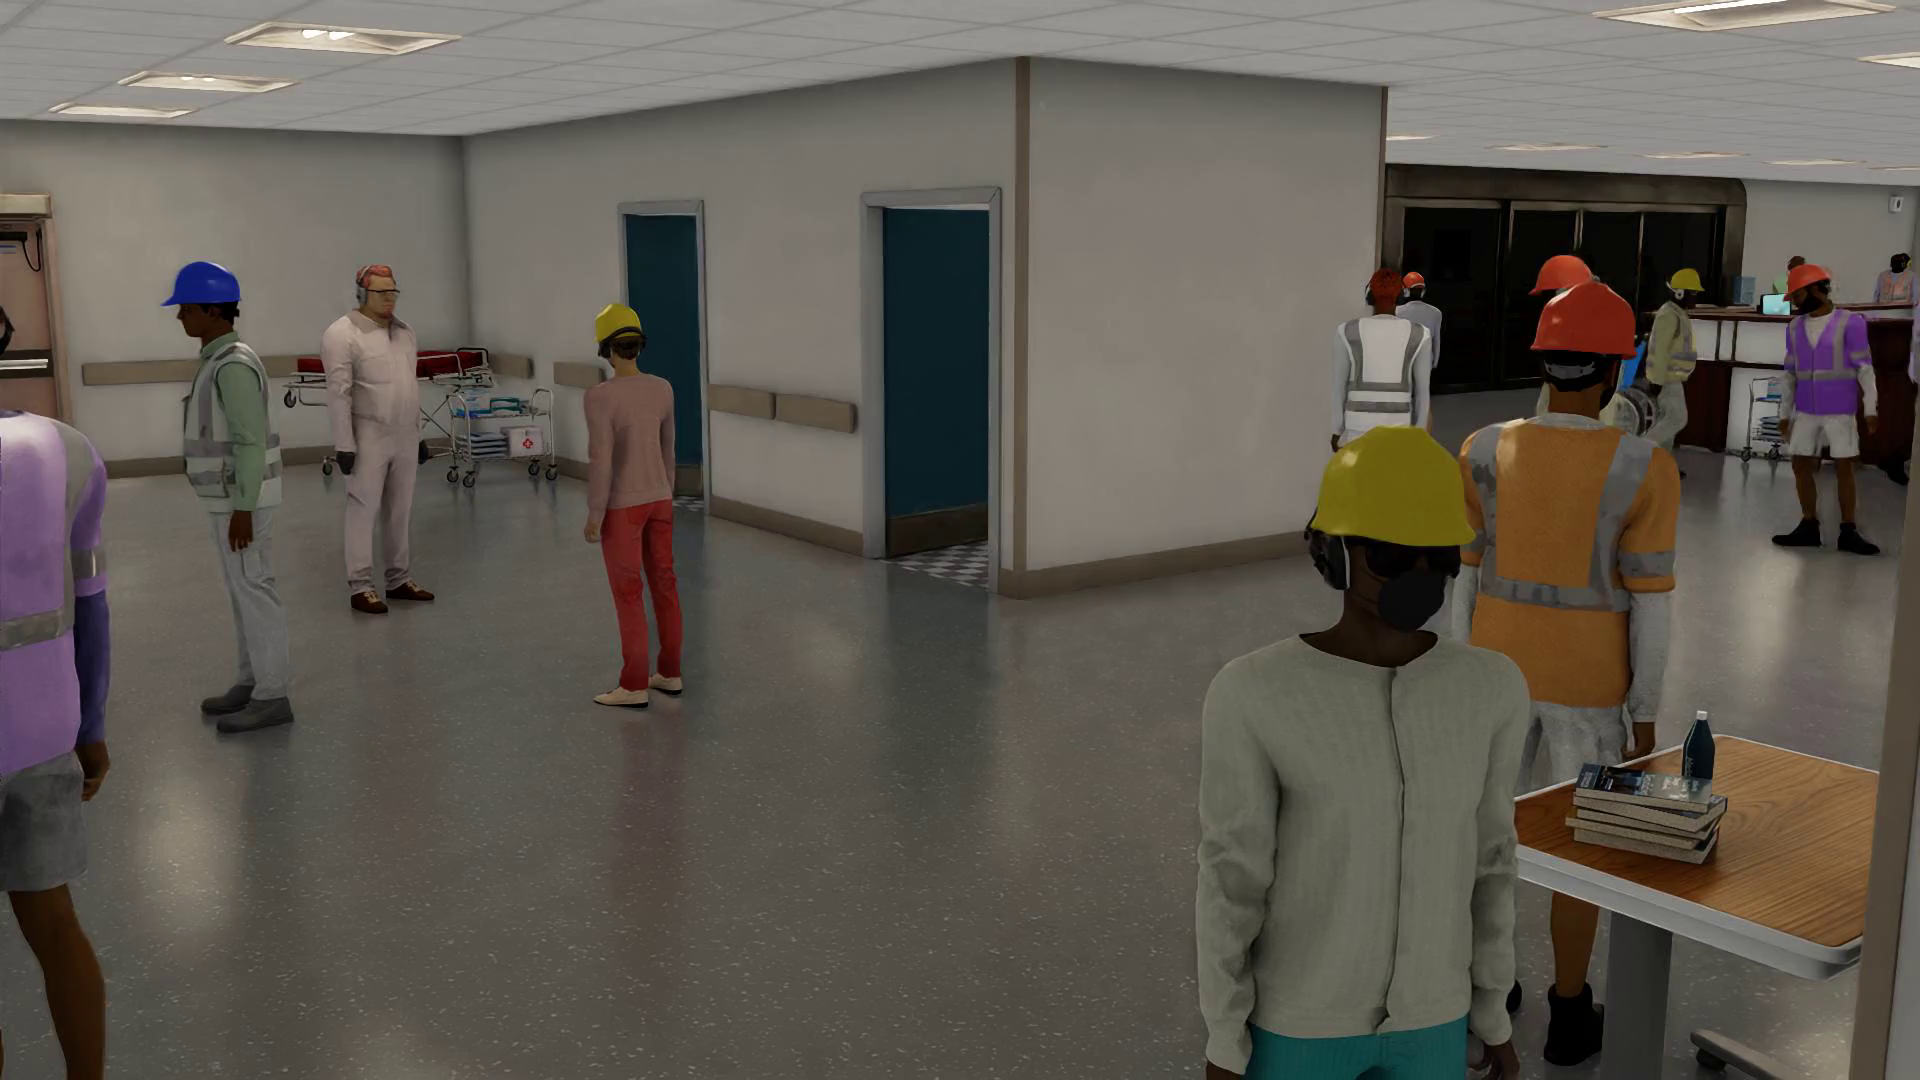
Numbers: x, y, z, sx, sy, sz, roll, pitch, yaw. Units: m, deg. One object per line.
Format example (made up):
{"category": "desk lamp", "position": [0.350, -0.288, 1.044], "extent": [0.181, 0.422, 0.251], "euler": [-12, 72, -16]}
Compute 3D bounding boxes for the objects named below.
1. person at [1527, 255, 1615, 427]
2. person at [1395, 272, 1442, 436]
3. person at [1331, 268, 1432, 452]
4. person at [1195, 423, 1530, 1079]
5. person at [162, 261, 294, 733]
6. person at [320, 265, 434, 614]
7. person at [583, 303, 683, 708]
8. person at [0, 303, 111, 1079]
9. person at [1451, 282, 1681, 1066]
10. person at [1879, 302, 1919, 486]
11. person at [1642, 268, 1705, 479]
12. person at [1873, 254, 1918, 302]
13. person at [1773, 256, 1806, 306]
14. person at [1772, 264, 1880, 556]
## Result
{"category": "person", "position": [2.919, -0.412, 8.216], "extent": [0.766, 1.956, 0.608], "euler": [3, 11, 17]}
{"category": "person", "position": [4.313, -1.682, 15.914], "extent": [0.572, 1.746, 0.347], "euler": [-3, 11, -17]}
{"category": "person", "position": [2.501, -0.673, 9.928], "extent": [0.568, 1.878, 0.351], "euler": [2, 10, 9]}
{"category": "person", "position": [0.598, 0.708, 2.484], "extent": [0.523, 1.771, 0.304], "euler": [-3, 10, -14]}
{"category": "person", "position": [-3.036, -0.177, 6.932], "extent": [0.406, 1.947, 0.607], "euler": [-6, 12, -30]}
{"category": "person", "position": [-3.191, -0.562, 9.216], "extent": [0.402, 1.904, 0.652], "euler": [5, 11, 25]}
{"category": "person", "position": [-1.450, -0.148, 7.288], "extent": [0.329, 1.765, 0.527], "euler": [6, 12, 32]}
{"category": "person", "position": [-2.037, 0.409, 3.437], "extent": [0.403, 2.031, 0.614], "euler": [4, 11, 19]}
{"category": "person", "position": [1.489, 0.333, 4.150], "extent": [0.539, 1.929, 0.384], "euler": [8, 13, 36]}
{"category": "person", "position": [7.979, -1.335, 13.579], "extent": [0.578, 1.889, 0.510], "euler": [-7, 12, -34]}
{"category": "person", "position": [6.070, -1.410, 14.222], "extent": [0.463, 1.812, 0.616], "euler": [5, 11, 25]}
{"category": "person", "position": [15.447, -3.799, 27.529], "extent": [0.633, 1.841, 0.429], "euler": [8, 13, 39]}
{"category": "person", "position": [11.901, -3.135, 23.794], "extent": [0.570, 1.843, 0.372], "euler": [5, 11, 27]}
{"category": "person", "position": [5.707, -0.842, 10.867], "extent": [0.399, 1.892, 0.733], "euler": [-7, 12, -33]}
